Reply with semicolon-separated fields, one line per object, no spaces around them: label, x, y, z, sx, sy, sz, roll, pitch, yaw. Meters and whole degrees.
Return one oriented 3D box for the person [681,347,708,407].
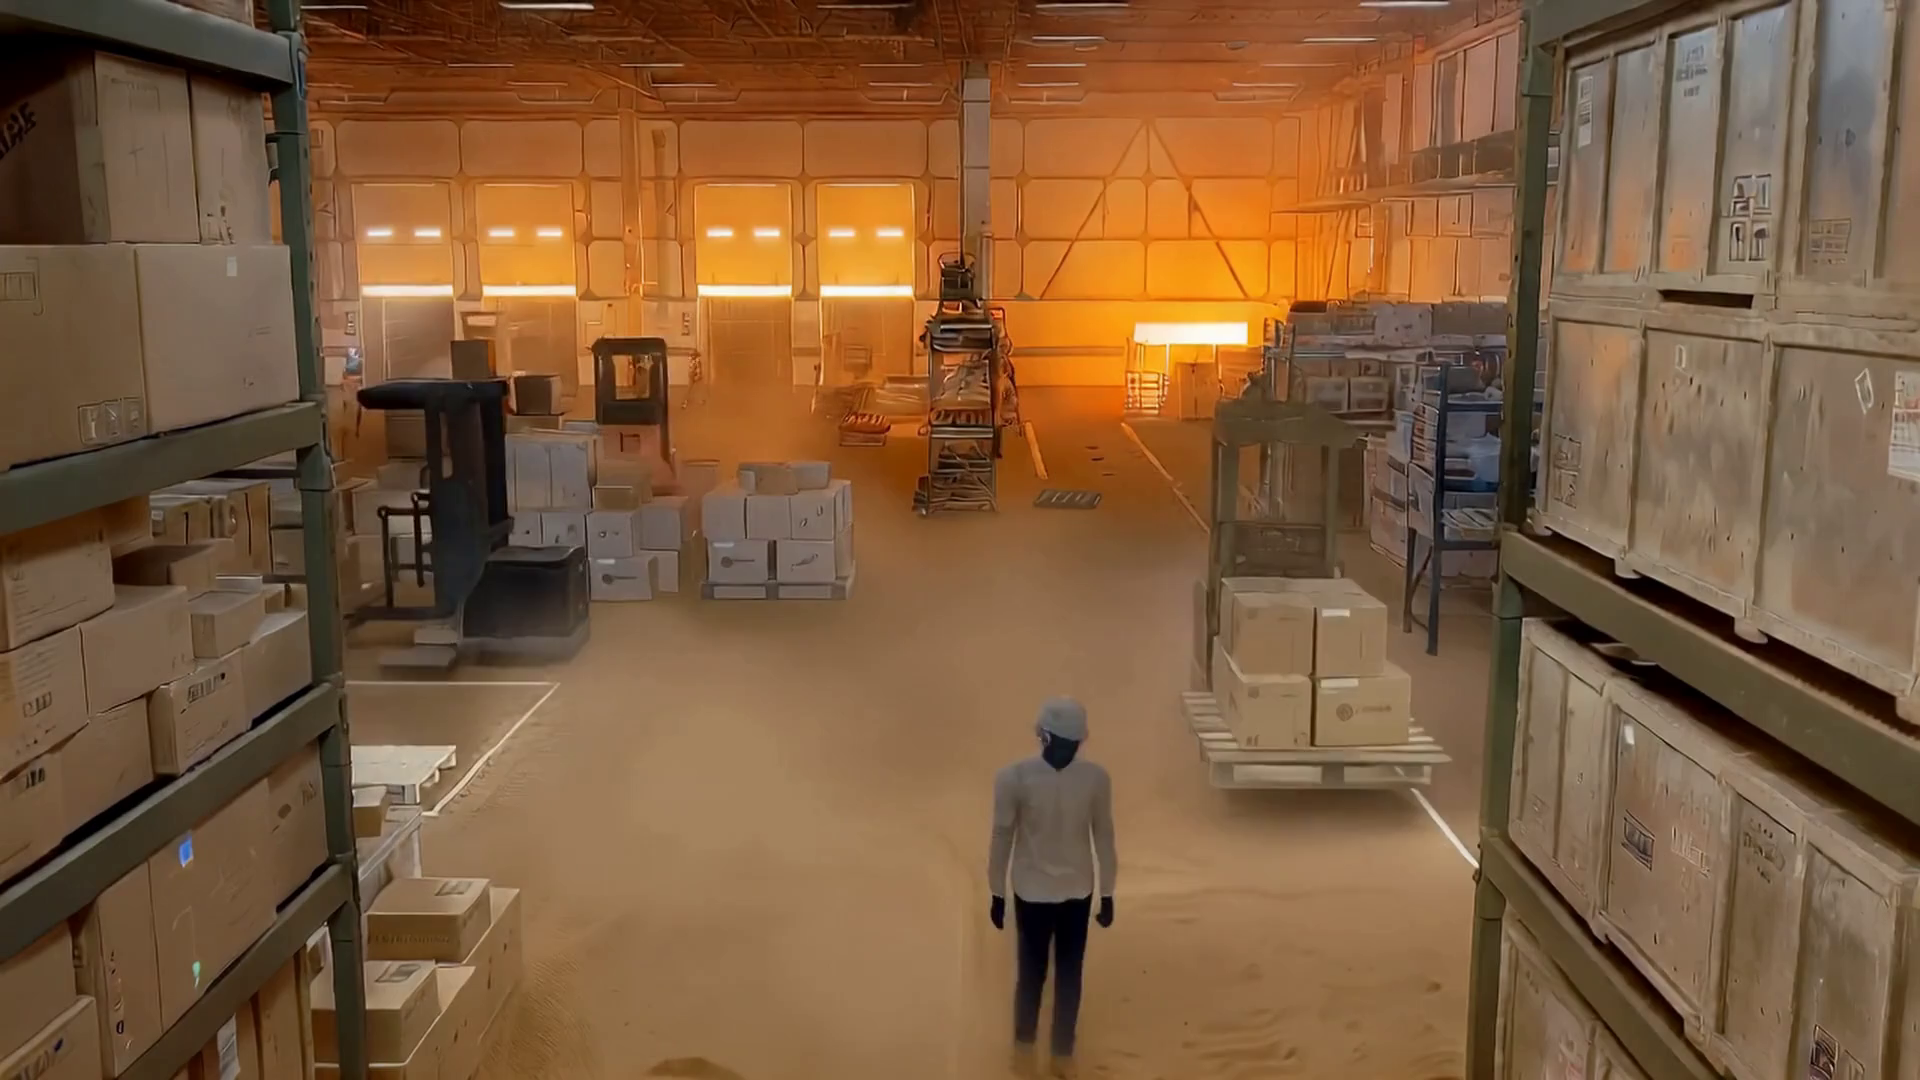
person;-7.107;-4.379;44.667;0.529;1.590;0.864;9;13;42

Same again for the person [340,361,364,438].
person;-13.507;-3.120;37.001;0.509;1.729;0.370;-6;11;-29

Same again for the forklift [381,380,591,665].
forklift;-4.818;-0.202;16.866;1.873;2.768;1.129;0;10;0

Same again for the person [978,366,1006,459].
person;0.620;-2.580;33.362;0.609;1.921;0.418;3;10;16

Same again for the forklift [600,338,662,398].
forklift;-5.031;-1.723;25.645;1.129;2.768;1.873;-2;10;-9

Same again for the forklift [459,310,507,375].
forklift;-10.776;-3.806;37.658;1.129;2.768;1.873;0;10;1

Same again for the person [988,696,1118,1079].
person;0.469;1.743;8.247;0.645;1.970;0.439;-2;10;-12

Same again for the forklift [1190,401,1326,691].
forklift;2.699;0.166;14.742;1.129;2.768;1.873;0;10;1

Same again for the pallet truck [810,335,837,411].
pallet truck;-3.021;-4.312;43.126;1.885;1.965;0.823;3;10;17

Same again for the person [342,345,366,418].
person;-15.082;-3.933;41.416;0.547;1.832;0.404;-9;13;-43

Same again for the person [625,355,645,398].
person;-7.164;-3.156;36.726;0.522;1.920;0.651;-1;10;-7
